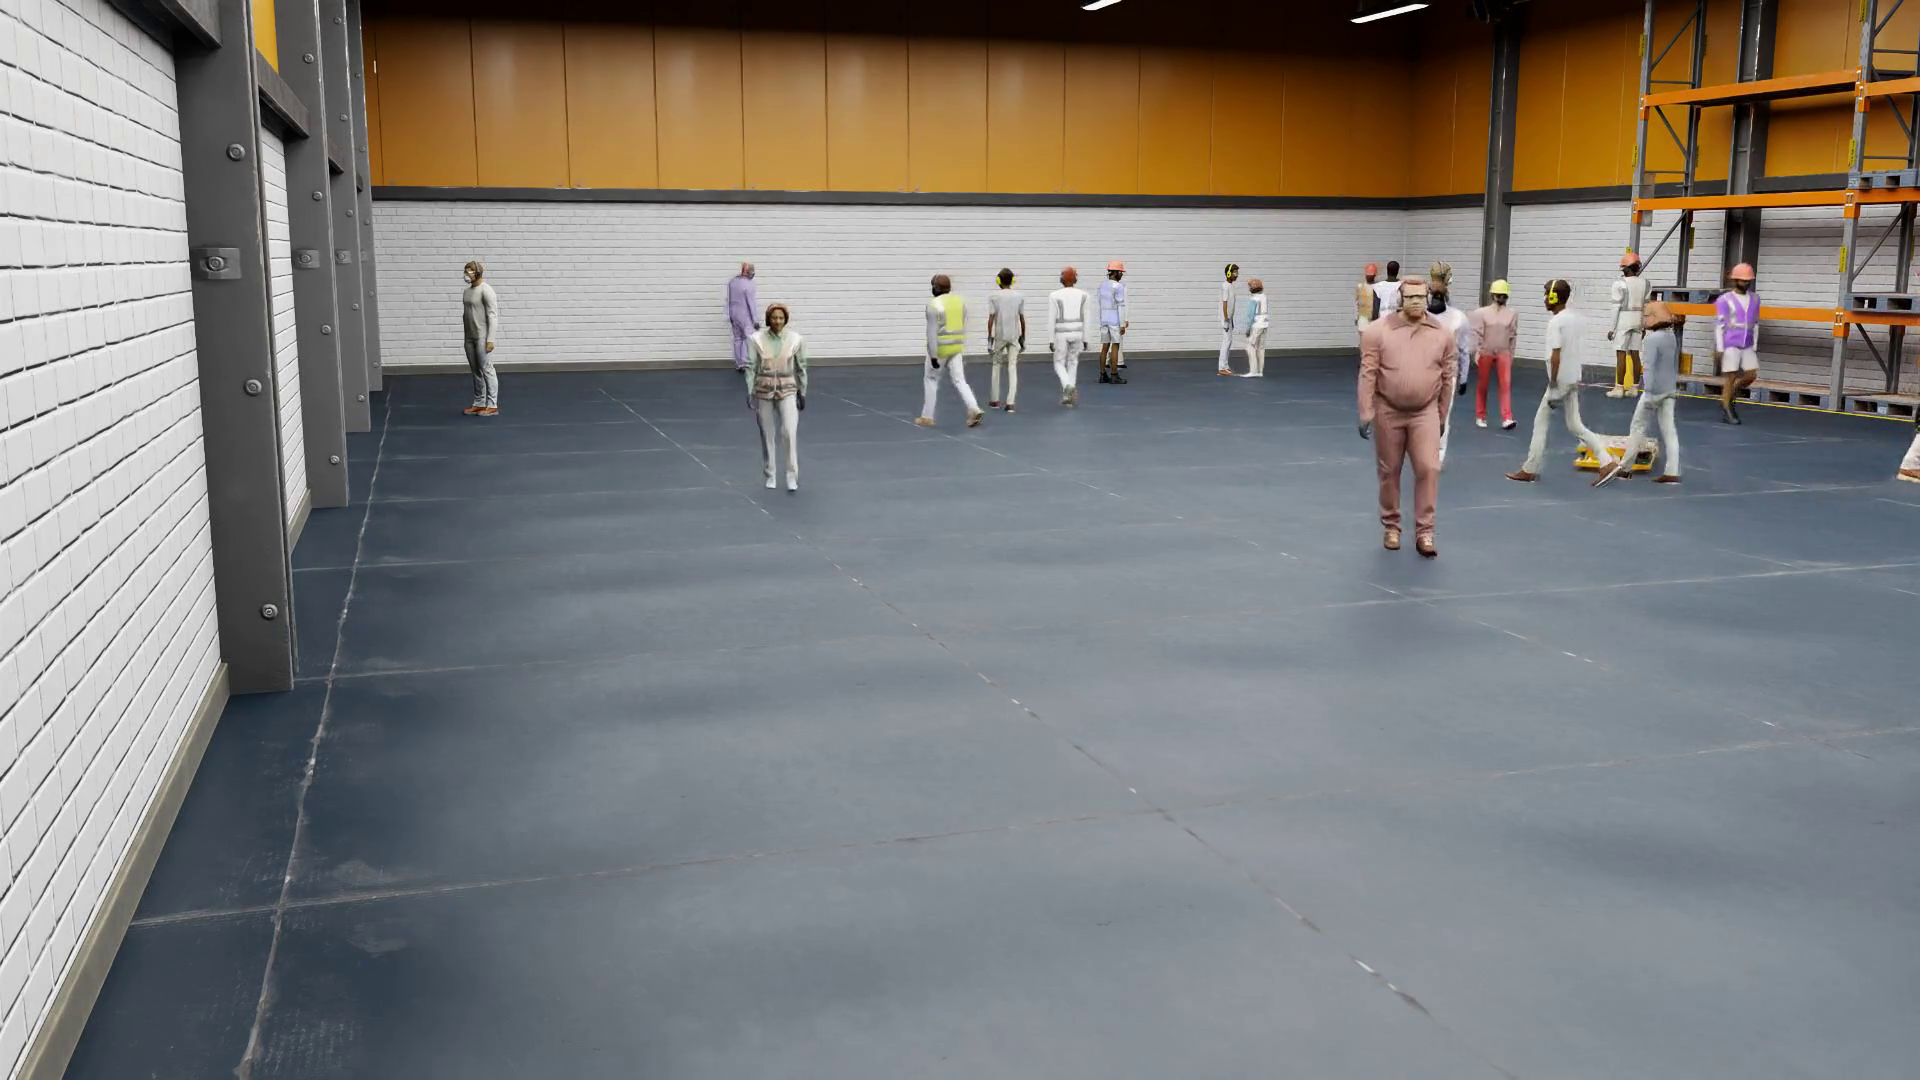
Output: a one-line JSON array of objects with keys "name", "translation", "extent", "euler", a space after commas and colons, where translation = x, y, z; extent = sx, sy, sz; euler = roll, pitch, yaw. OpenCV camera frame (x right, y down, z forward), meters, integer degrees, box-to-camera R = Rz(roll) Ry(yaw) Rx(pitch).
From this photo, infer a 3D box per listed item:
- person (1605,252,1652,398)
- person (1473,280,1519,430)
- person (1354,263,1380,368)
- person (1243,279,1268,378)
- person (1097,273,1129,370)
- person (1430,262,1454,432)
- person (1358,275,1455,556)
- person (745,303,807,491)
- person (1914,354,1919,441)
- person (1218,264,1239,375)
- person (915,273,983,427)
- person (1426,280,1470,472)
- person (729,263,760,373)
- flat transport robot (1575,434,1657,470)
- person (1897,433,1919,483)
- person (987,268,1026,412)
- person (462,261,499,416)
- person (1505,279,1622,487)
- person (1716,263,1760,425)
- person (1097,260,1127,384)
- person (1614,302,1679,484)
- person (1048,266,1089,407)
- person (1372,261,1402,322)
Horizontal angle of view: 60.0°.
[{"name": "person", "translation": [9.429, -3.025, 23.489], "extent": [0.608, 2.045, 0.369], "euler": [-3, 10, -15]}, {"name": "person", "translation": [6.190, -2.125, 19.204], "extent": [0.533, 1.726, 0.893], "euler": [1, 10, 3]}, {"name": "person", "translation": [7.353, -4.020, 29.782], "extent": [0.581, 1.877, 0.977], "euler": [5, 11, 26]}, {"name": "person", "translation": [4.875, -3.456, 27.252], "extent": [0.324, 1.613, 0.548], "euler": [7, 12, 37]}, {"name": "person", "translation": [2.700, -3.894, 29.137], "extent": [0.588, 1.830, 0.404], "euler": [5, 11, 28]}, {"name": "person", "translation": [5.457, -2.212, 19.082], "extent": [0.371, 1.940, 0.627], "euler": [-1, 10, -8]}, {"name": "person", "translation": [3.019, -0.830, 11.240], "extent": [0.651, 1.884, 0.767], "euler": [1, 10, 8]}, {"name": "person", "translation": [-1.568, -1.206, 14.204], "extent": [0.521, 1.605, 0.760], "euler": [-1, 10, -6]}, {"name": "person", "translation": [10.273, -1.820, 17.515], "extent": [0.318, 1.697, 0.535], "euler": [4, 11, 22]}, {"name": "person", "translation": [4.501, -3.677, 27.825], "extent": [0.346, 1.856, 0.527], "euler": [3, 10, 16]}, {"name": "person", "translation": [-0.130, -2.221, 19.531], "extent": [0.629, 1.810, 0.891], "euler": [-9, 13, -42]}, {"name": "person", "translation": [4.494, -1.569, 15.792], "extent": [0.656, 1.805, 0.823], "euler": [4, 10, 21]}, {"name": "person", "translation": [-3.684, -3.770, 28.346], "extent": [0.434, 1.865, 0.727], "euler": [-10, 14, -44]}, {"name": "flat transport robot", "translation": [6.354, -0.857, 16.061], "extent": [0.652, 0.197, 1.431], "euler": [4, 11, 24]}, {"name": "person", "translation": [8.739, -1.403, 14.446], "extent": [0.628, 1.930, 1.050], "euler": [-10, 14, -44]}, {"name": "person", "translation": [0.585, -2.601, 21.607], "extent": [0.554, 1.837, 0.854], "euler": [-2, 10, -9]}, {"name": "person", "translation": [-6.047, -2.527, 20.906], "extent": [0.638, 1.938, 0.356], "euler": [9, 13, 42]}, {"name": "person", "translation": [5.348, -1.375, 14.621], "extent": [0.942, 1.824, 0.583], "euler": [10, 14, 44]}, {"name": "person", "translation": [9.263, -2.329, 19.811], "extent": [0.562, 1.918, 0.427], "euler": [-2, 10, -9]}, {"name": "person", "translation": [2.398, -3.402, 25.992], "extent": [0.371, 1.930, 0.552], "euler": [-7, 12, -36]}, {"name": "person", "translation": [6.119, -1.309, 14.822], "extent": [0.522, 1.602, 0.729], "euler": [-8, 13, -38]}, {"name": "person", "translation": [1.448, -2.667, 21.932], "extent": [0.582, 1.866, 0.618], "euler": [-3, 10, -15]}, {"name": "person", "translation": [6.597, -3.302, 25.450], "extent": [0.590, 1.920, 0.399], "euler": [1, 10, 4]}]
